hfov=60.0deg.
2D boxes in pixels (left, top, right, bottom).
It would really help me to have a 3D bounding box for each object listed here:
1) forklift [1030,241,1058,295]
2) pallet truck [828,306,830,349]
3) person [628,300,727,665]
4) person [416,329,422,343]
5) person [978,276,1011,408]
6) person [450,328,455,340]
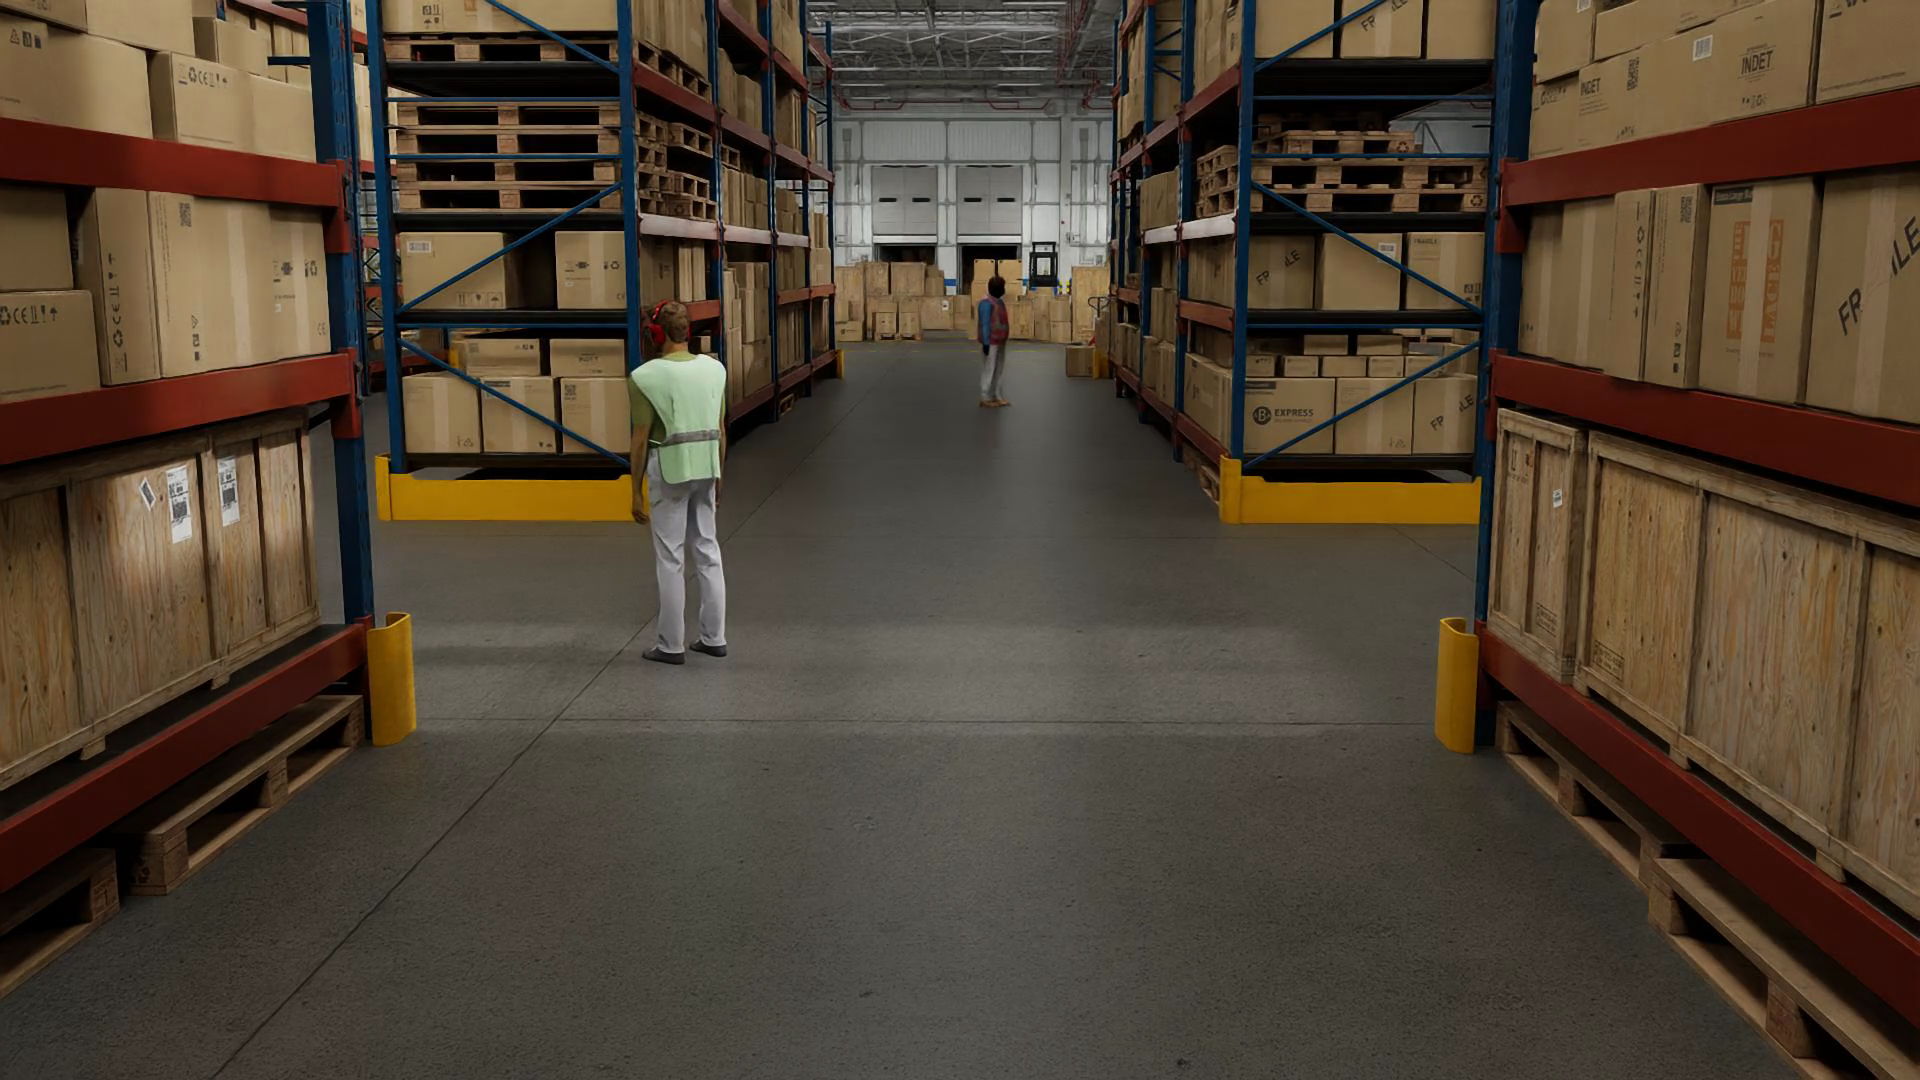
[{"bbox_3d":[3.224,-10.092,64.012,1.129,2.768,1.873,0,9,1],"label":"forklift"},{"bbox_3d":[-3.100,-3.940,29.800,1.885,1.965,0.823,3,10,19],"label":"pallet truck"},{"bbox_3d":[-1.402,-0.281,8.375,0.564,1.840,0.396,-9,13,-44],"label":"person"},{"bbox_3d":[-13.664,-5.936,42.111,0.674,1.899,0.395,-6,11,-32],"label":"person"},{"bbox_3d":[0.486,-2.760,23.239,0.430,1.838,0.636,5,11,26],"label":"person"},{"bbox_3d":[-12.779,-5.926,41.989,0.756,1.895,0.622,-9,13,-43],"label":"person"}]
